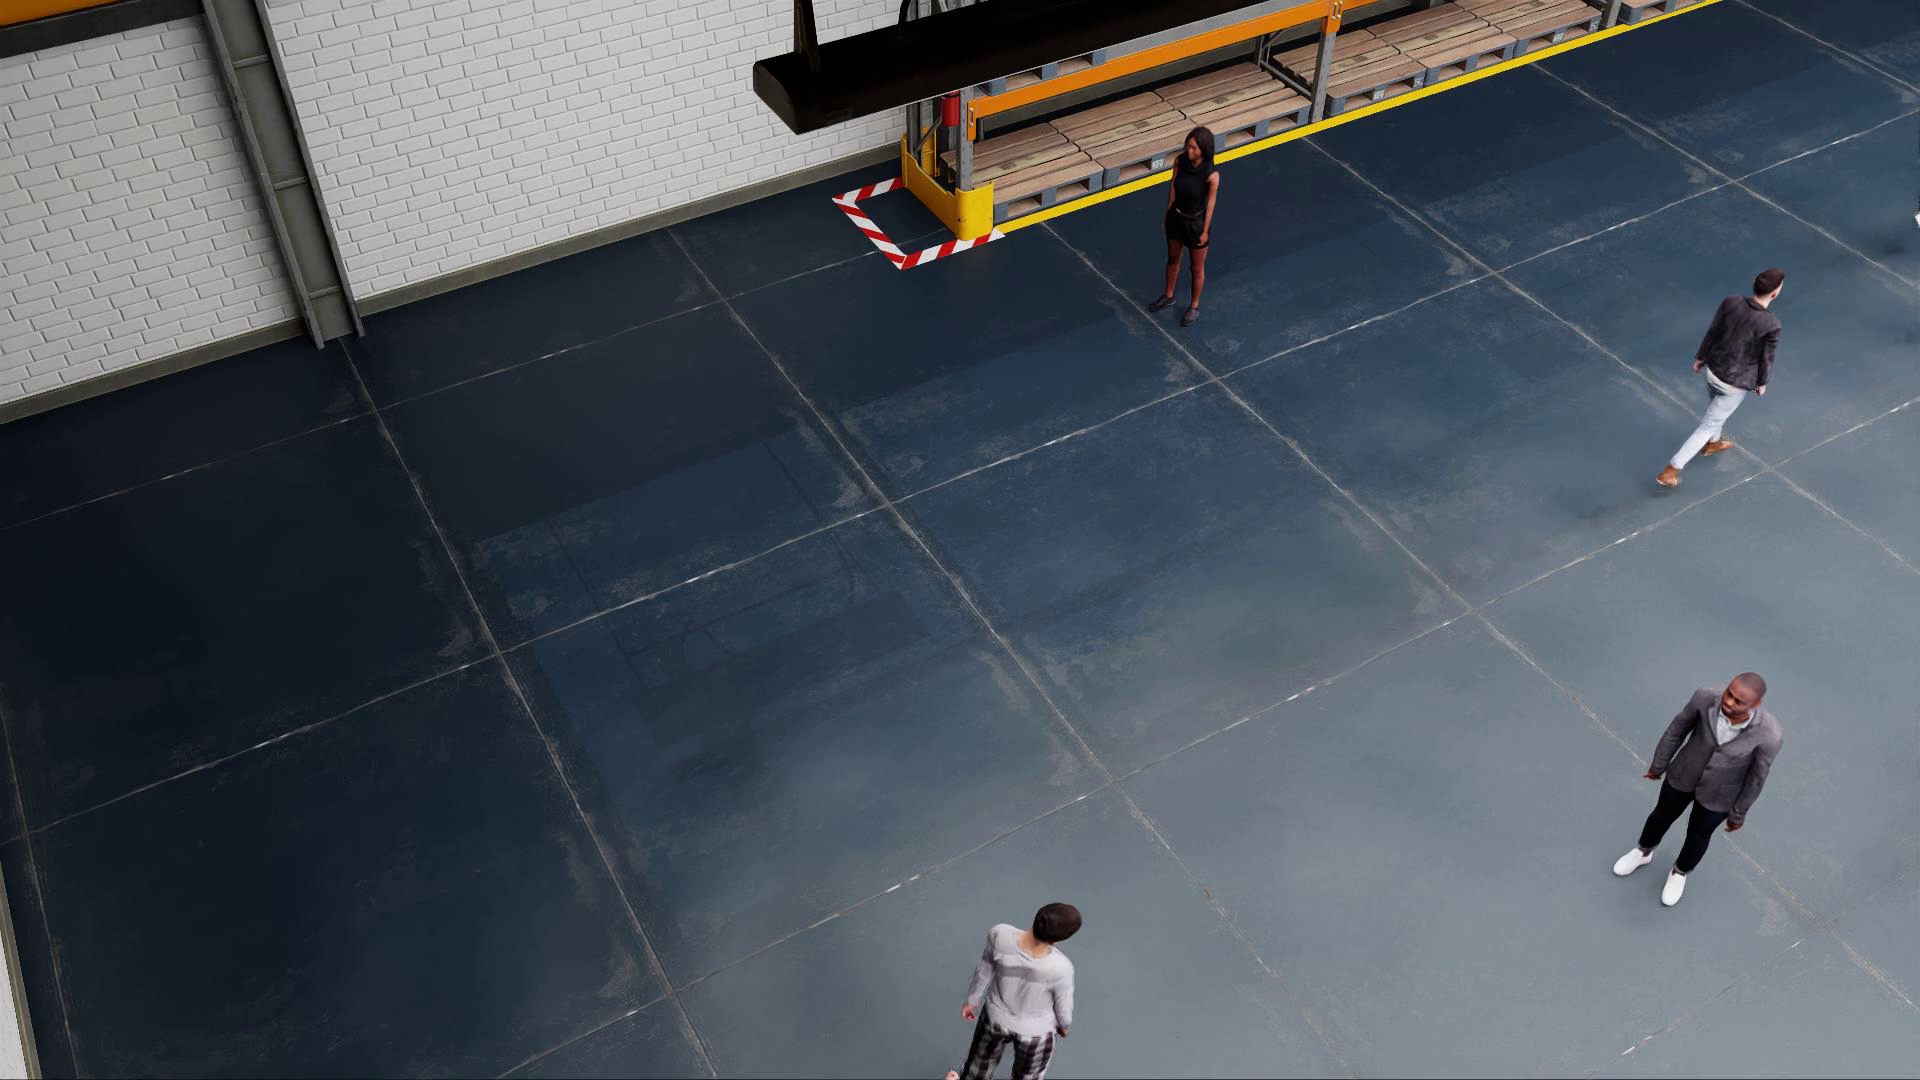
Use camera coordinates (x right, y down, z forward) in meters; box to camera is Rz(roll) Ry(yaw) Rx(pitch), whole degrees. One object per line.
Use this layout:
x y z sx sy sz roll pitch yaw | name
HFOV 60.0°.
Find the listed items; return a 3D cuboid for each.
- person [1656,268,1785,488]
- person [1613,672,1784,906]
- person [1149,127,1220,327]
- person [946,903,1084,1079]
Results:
5.465 -1.131 11.949 1.124 1.811 0.669 -21 47 -21 | person
4.174 1.361 9.330 0.676 1.815 0.782 -34 53 -31 | person
1.859 -2.562 13.500 0.659 1.743 0.628 32 52 29 | person
0.240 2.384 8.264 0.899 1.805 0.886 11 45 11 | person
